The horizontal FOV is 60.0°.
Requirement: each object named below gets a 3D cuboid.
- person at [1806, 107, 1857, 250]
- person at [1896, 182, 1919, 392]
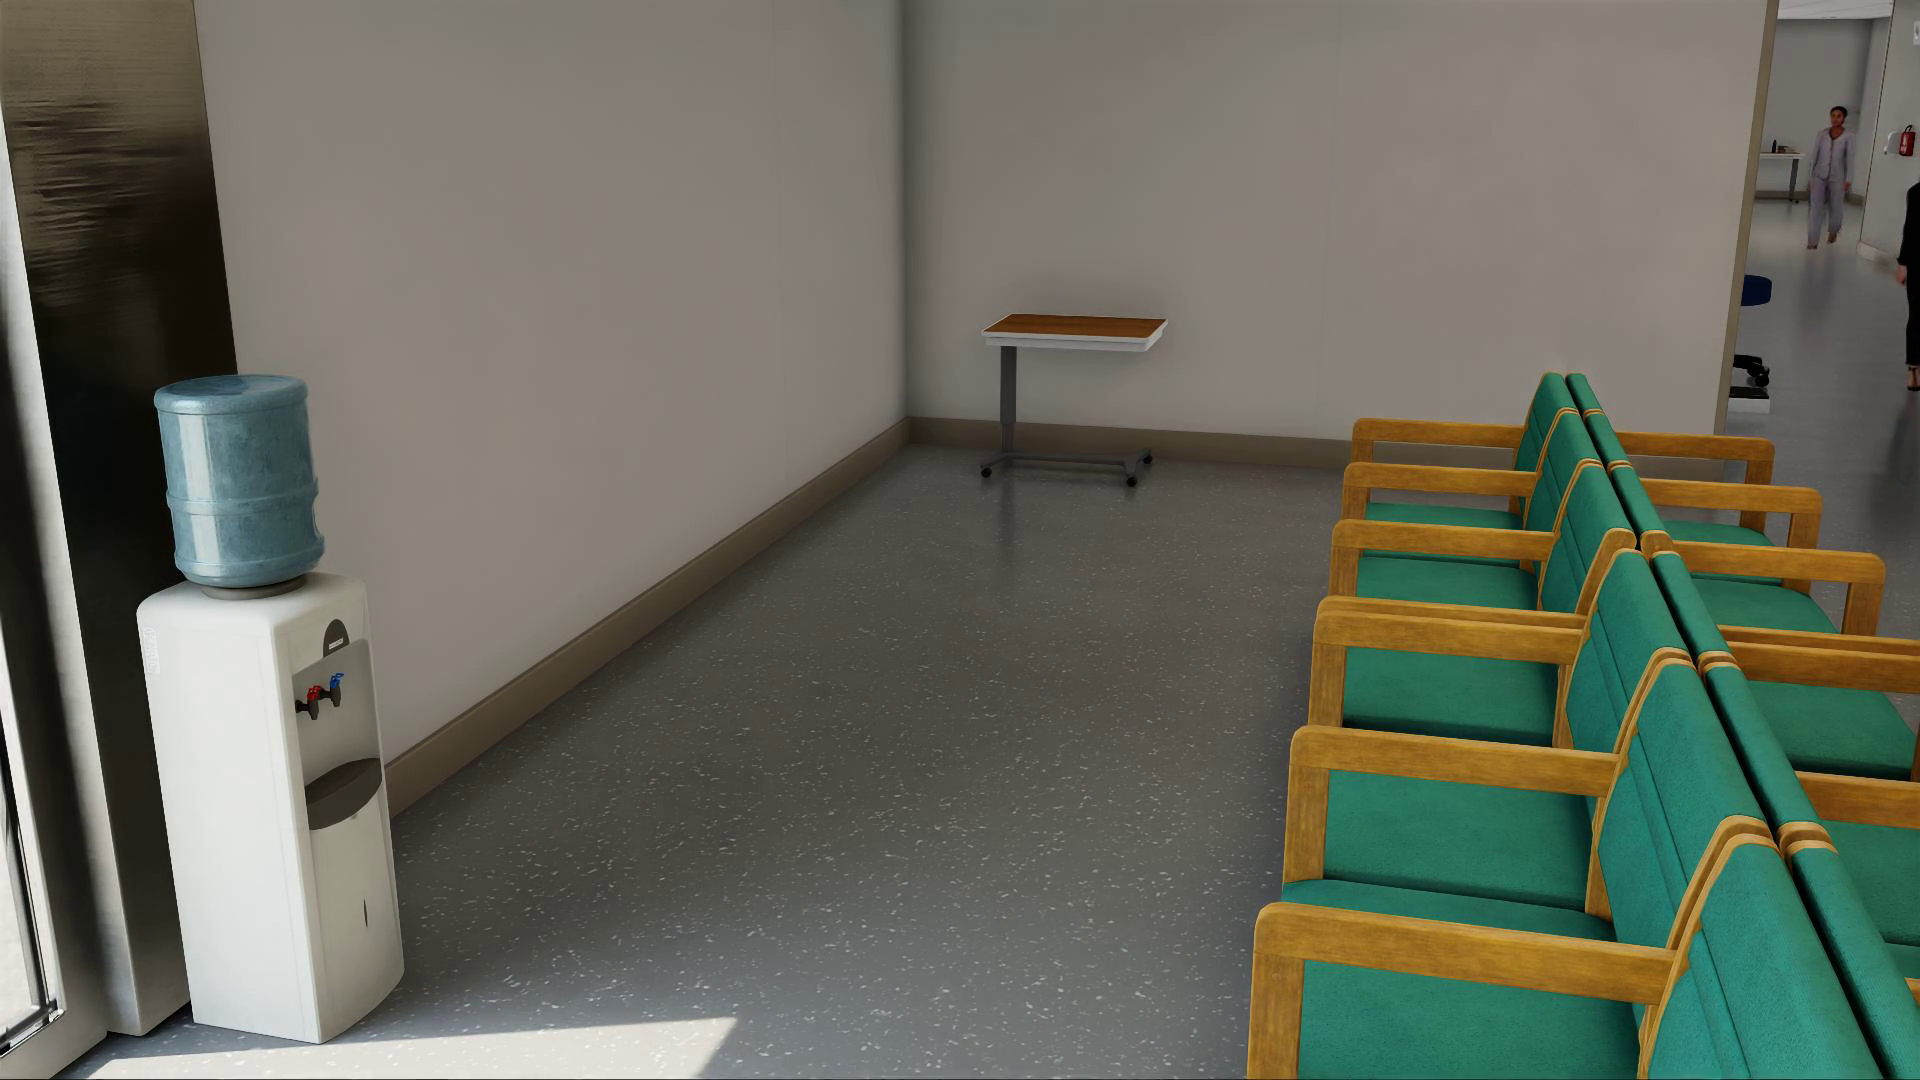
[{"bbox_3d":[10.733,-4.446,20.499,1.000,1.715,0.917,12,20,36],"label":"person"},{"bbox_3d":[6.662,-1.873,11.407,0.641,1.695,0.727,7,17,23],"label":"person"}]
